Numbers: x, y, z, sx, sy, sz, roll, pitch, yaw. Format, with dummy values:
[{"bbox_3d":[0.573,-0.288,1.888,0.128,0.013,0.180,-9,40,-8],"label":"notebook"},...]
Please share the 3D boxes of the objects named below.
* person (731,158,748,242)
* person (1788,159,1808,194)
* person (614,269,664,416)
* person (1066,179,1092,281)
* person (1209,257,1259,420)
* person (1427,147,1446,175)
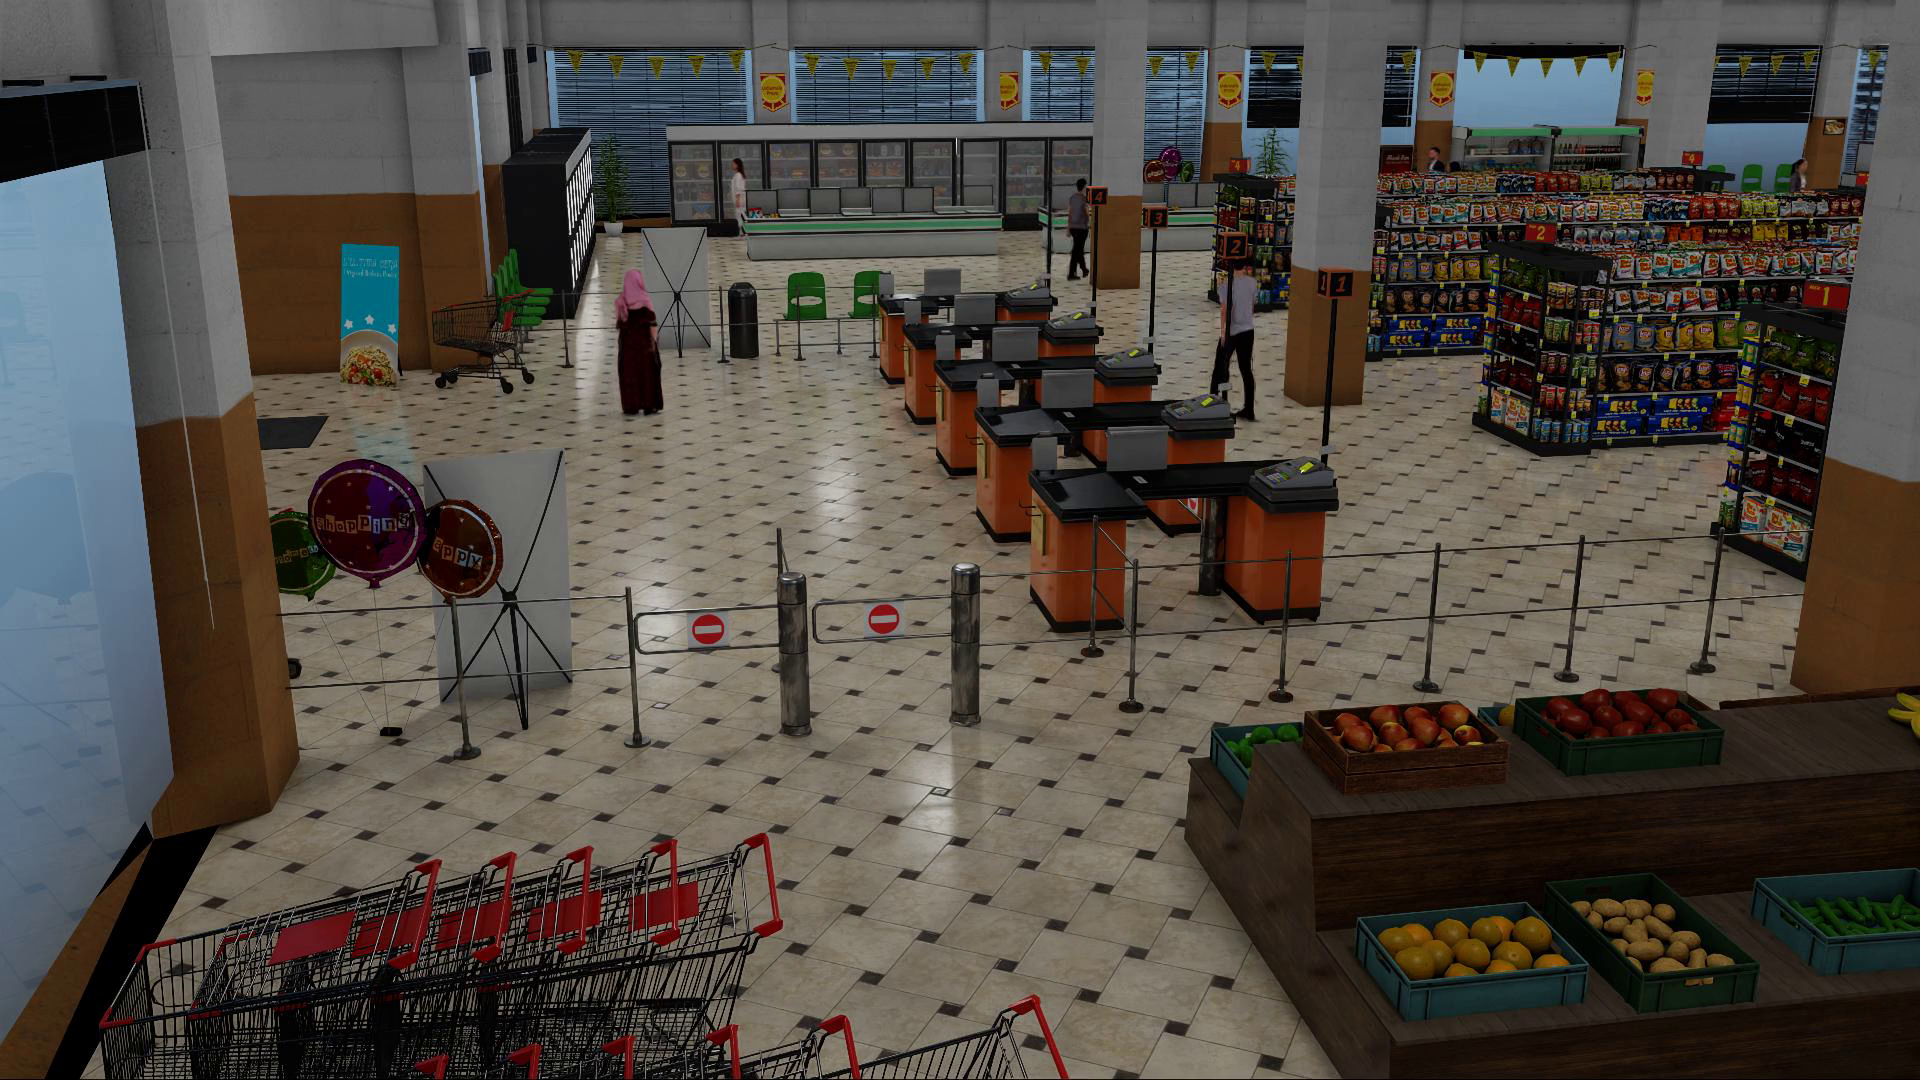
[{"bbox_3d":[-4.569,-7.085,34.591,0.626,1.690,0.666,1,17,3],"label":"person"},{"bbox_3d":[17.229,-7.042,34.541,1.155,1.637,1.008,-11,20,-32],"label":"person"},{"bbox_3d":[-3.624,-2.221,18.660,0.663,1.639,0.799,3,17,10],"label":"person"},{"bbox_3d":[2.003,-5.368,28.870,1.065,1.728,0.851,-11,20,-31],"label":"person"},{"bbox_3d":[3.125,-2.235,18.368,1.061,1.836,0.933,-7,18,-23],"label":"person"},{"bbox_3d":[10.206,-7.454,35.612,1.231,1.803,0.802,-5,18,-16],"label":"person"}]
